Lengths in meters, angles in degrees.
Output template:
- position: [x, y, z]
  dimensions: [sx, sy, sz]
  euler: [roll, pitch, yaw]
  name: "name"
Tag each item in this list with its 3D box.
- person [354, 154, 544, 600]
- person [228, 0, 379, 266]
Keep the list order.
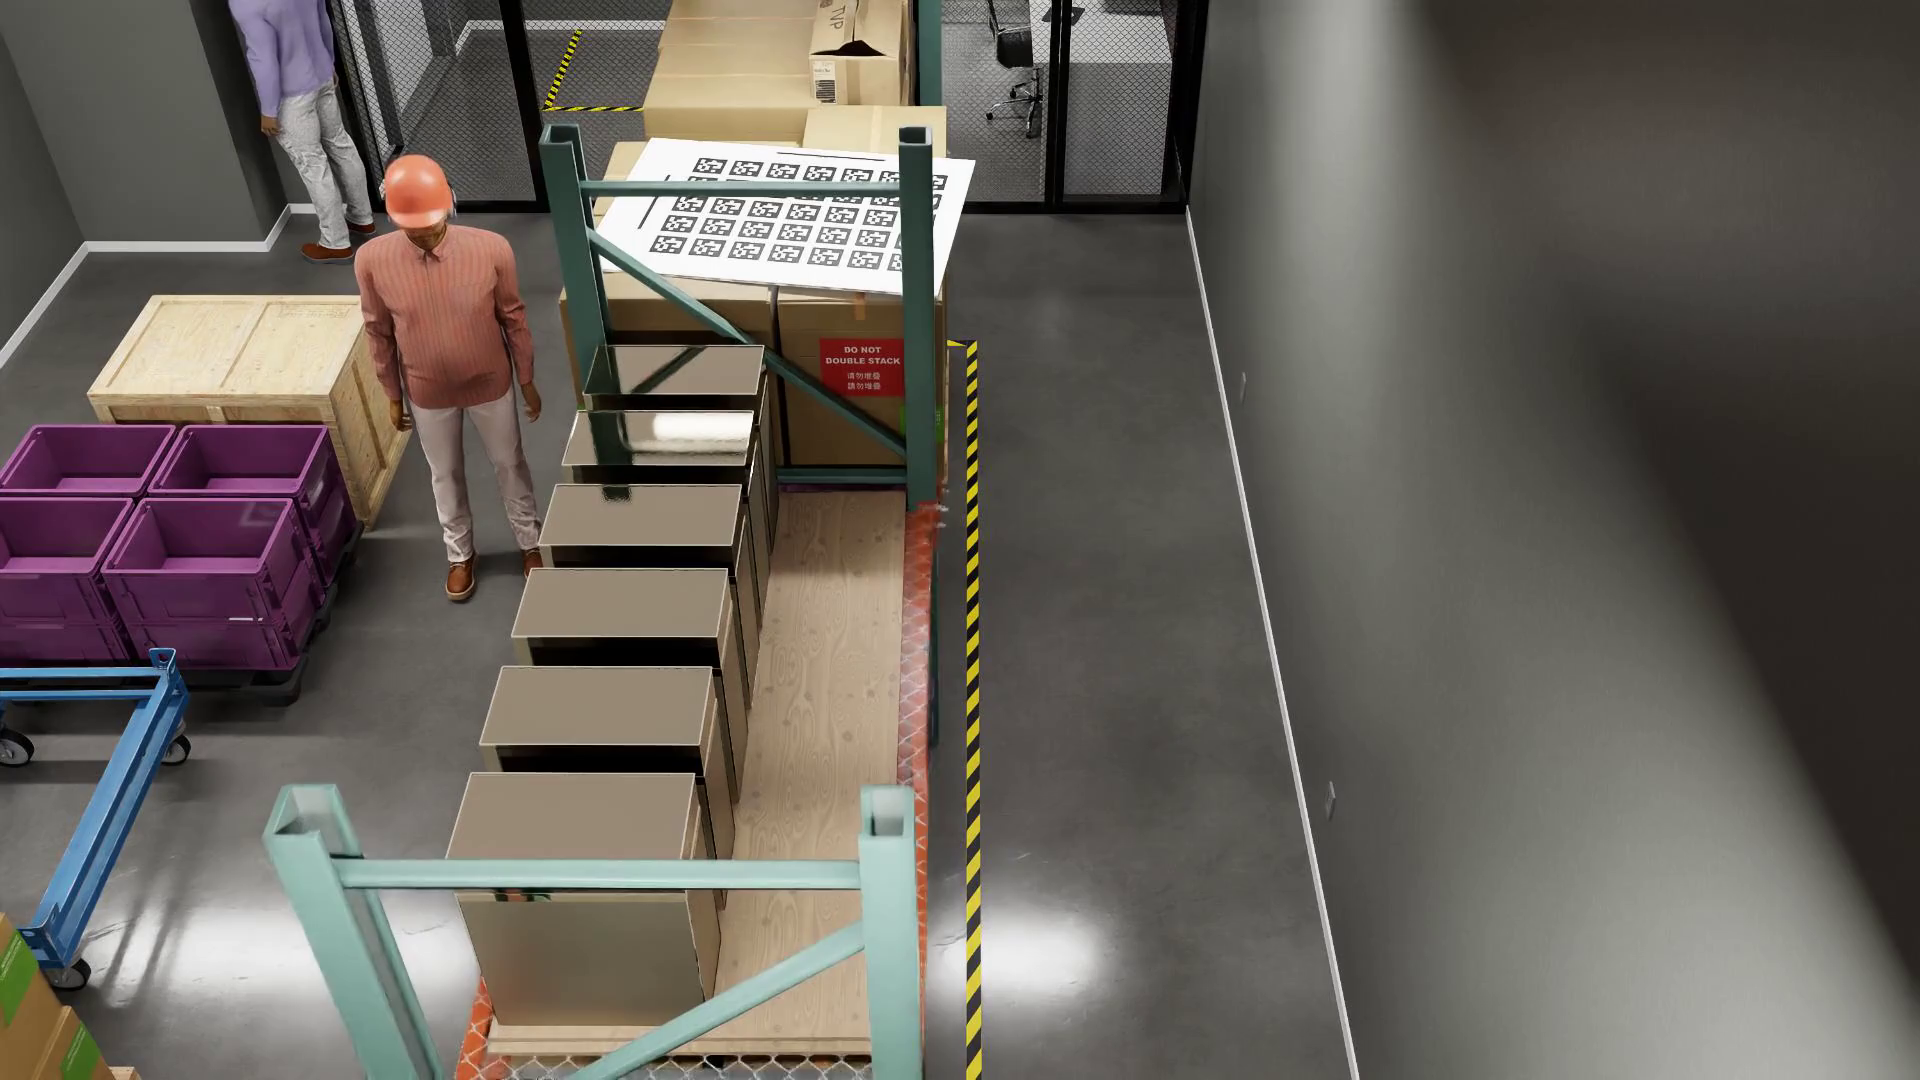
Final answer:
- position: [-1.967, -0.613, 6.546]
  dimensions: [0.611, 1.994, 0.386]
  euler: [-9, 42, -10]
  name: "person"
- position: [-3.408, -2.341, 8.561]
  dimensions: [0.357, 1.939, 0.638]
  euler: [11, 42, 12]
  name: "person"
